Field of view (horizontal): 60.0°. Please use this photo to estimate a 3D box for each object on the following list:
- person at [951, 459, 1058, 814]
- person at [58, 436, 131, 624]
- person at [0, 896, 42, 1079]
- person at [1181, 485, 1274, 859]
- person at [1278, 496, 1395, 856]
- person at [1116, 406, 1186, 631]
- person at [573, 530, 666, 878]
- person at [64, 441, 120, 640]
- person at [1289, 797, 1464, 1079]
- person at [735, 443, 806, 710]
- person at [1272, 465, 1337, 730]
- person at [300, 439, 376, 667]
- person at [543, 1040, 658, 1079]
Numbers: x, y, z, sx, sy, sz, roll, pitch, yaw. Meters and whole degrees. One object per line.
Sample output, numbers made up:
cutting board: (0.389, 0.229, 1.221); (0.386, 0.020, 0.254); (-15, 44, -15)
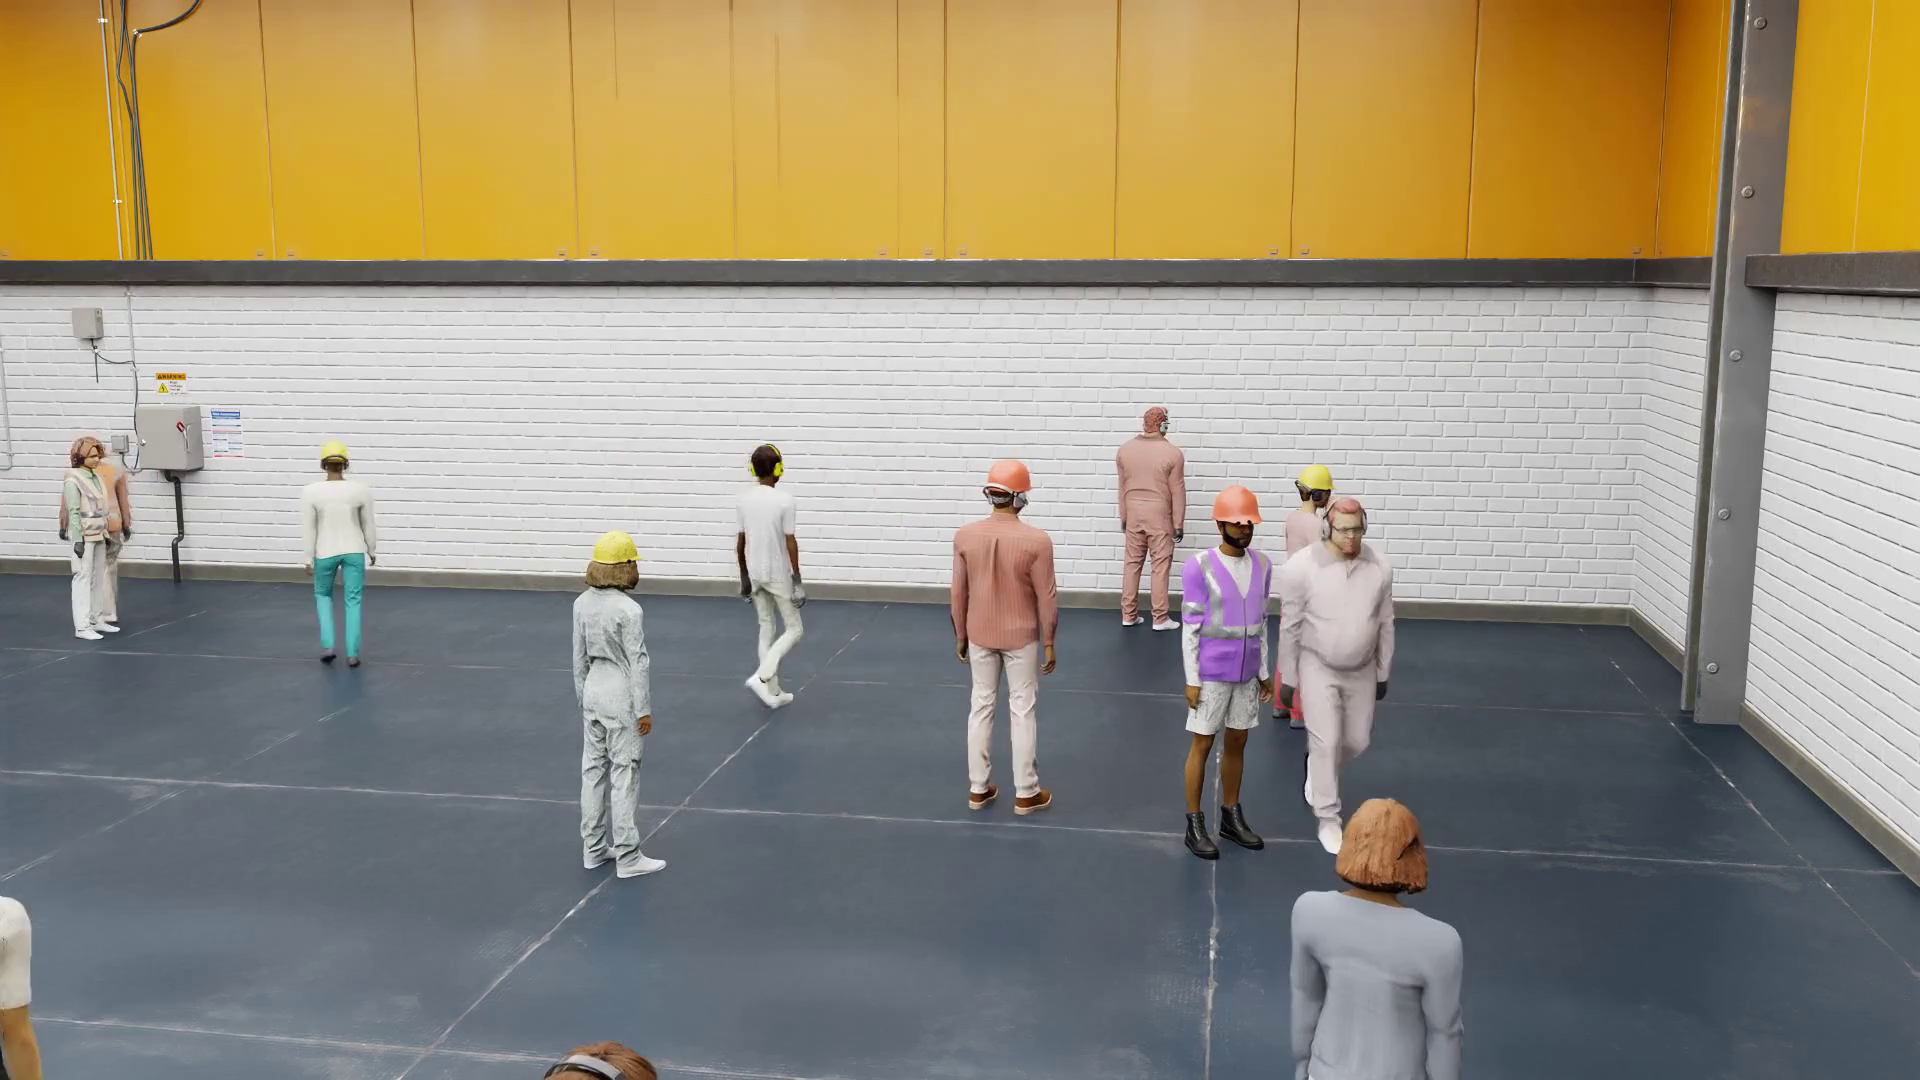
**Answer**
person: (0.266, 0.543, 9.338); (0.628, 1.994, 0.426); (4, 10, 23)
person: (-7.511, -0.094, 14.405); (0.751, 1.608, 0.512); (7, 11, 35)
person: (-2.510, 1.490, 4.040); (0.525, 1.815, 0.659); (-5, 10, -28)
person: (1.402, 0.675, 8.644); (0.542, 1.939, 0.366); (-5, 10, -27)
person: (1.985, 0.675, 8.882); (0.651, 1.872, 0.749); (-2, 9, -12)
person: (1.635, -0.180, 14.052); (0.637, 1.900, 0.403); (6, 11, 35)
person: (-1.728, 0.816, 8.379); (0.493, 1.742, 0.322); (7, 12, 37)
person: (-7.191, -0.002, 13.747); (0.311, 1.638, 0.523); (0, 9, -2)
person: (1.118, 1.499, 4.536); (0.498, 1.628, 0.272); (8, 12, 39)
person: (-1.312, 0.271, 11.384); (0.555, 1.855, 0.539); (5, 11, 29)
person: (2.317, 0.374, 11.073); (0.349, 1.758, 0.521); (-2, 9, -13)
person: (-4.771, 0.098, 12.789); (0.539, 1.753, 0.493); (-4, 10, -24)
person: (-0.574, 1.690, 2.711); (0.620, 1.838, 0.430); (1, 9, 6)
